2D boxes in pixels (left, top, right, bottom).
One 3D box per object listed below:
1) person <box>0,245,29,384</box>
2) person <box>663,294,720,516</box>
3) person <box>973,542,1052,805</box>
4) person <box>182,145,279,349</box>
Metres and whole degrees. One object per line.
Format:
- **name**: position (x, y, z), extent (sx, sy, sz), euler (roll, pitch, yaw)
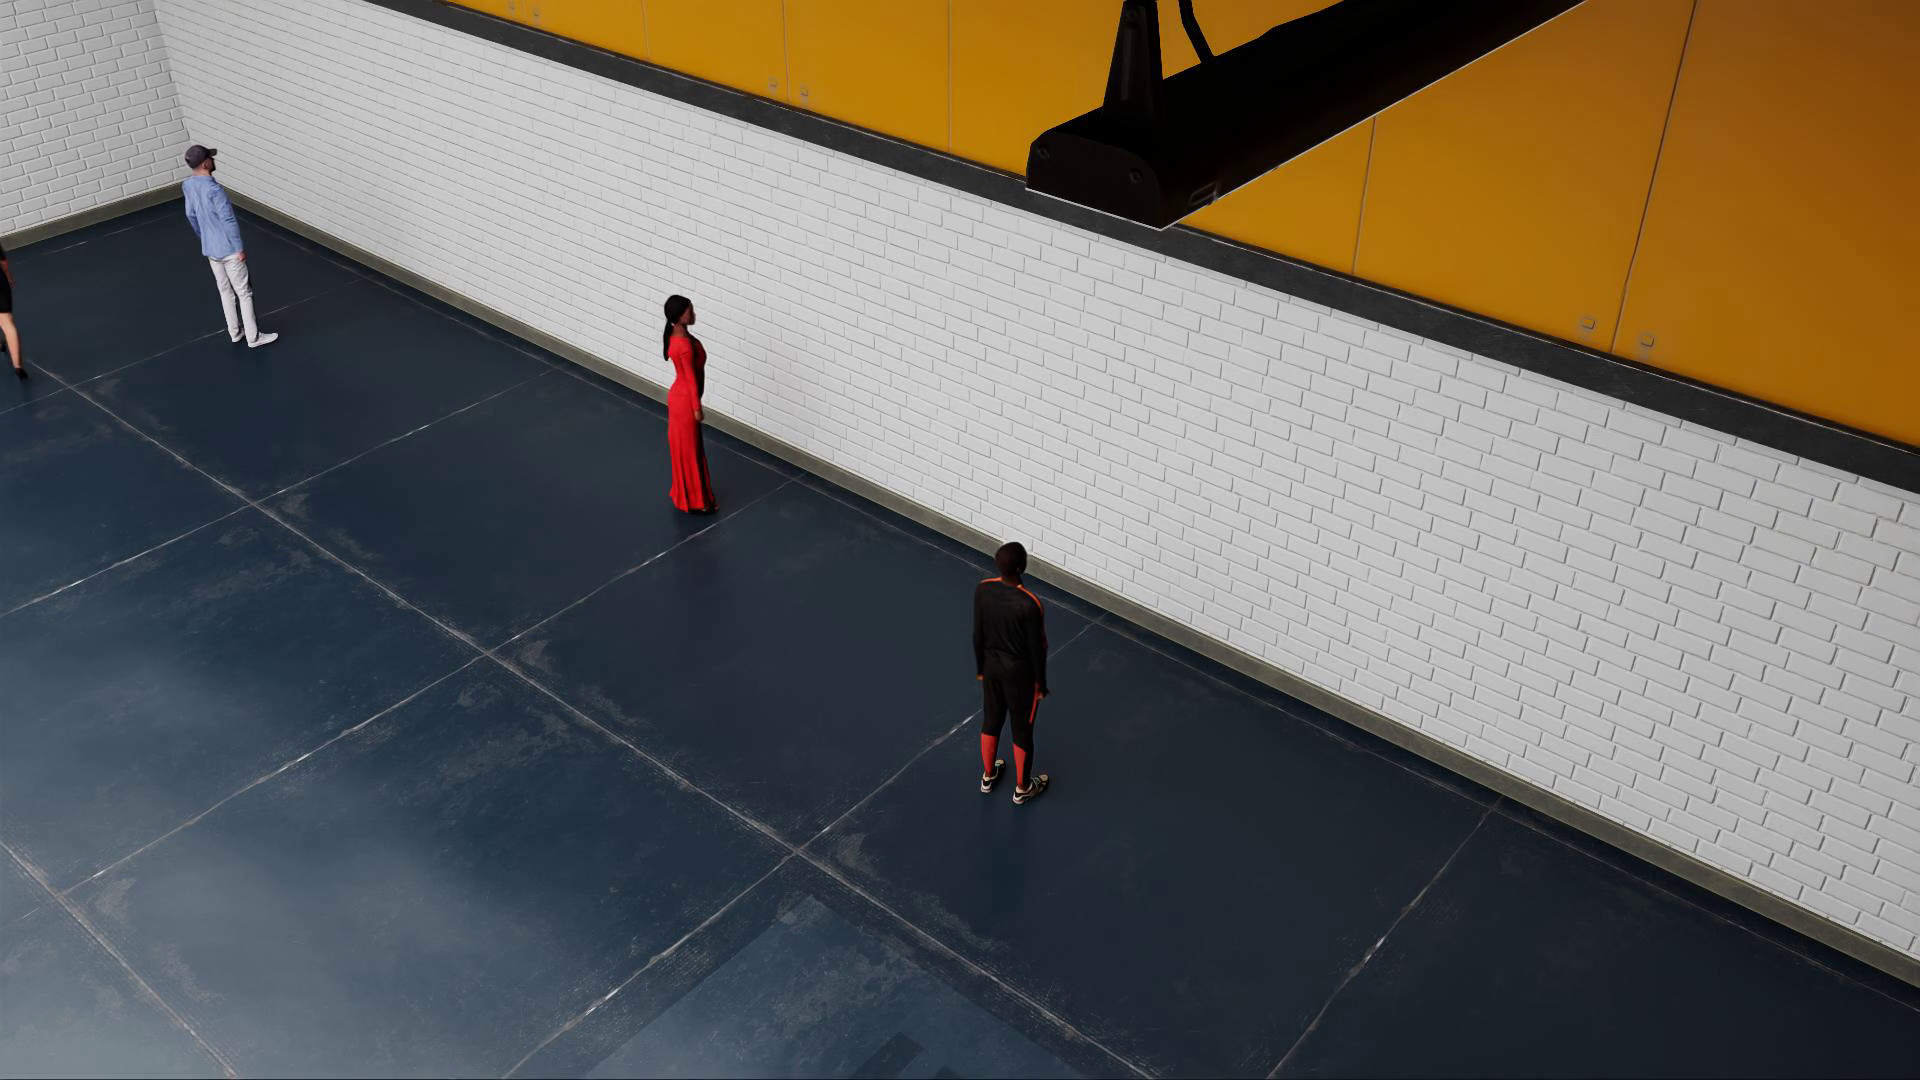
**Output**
- **person**: position (-8.389, -2.129, 14.383), extent (1.046, 1.633, 0.894), euler (-16, 37, -23)
- **person**: position (-2.078, -1.018, 12.584), extent (0.762, 1.784, 0.741), euler (-12, 35, -17)
- **person**: position (0.292, 0.779, 9.849), extent (0.645, 1.808, 0.572), euler (20, 39, 27)
- **person**: position (-6.607, -2.637, 14.916), extent (0.698, 1.888, 0.622), euler (17, 37, 24)
